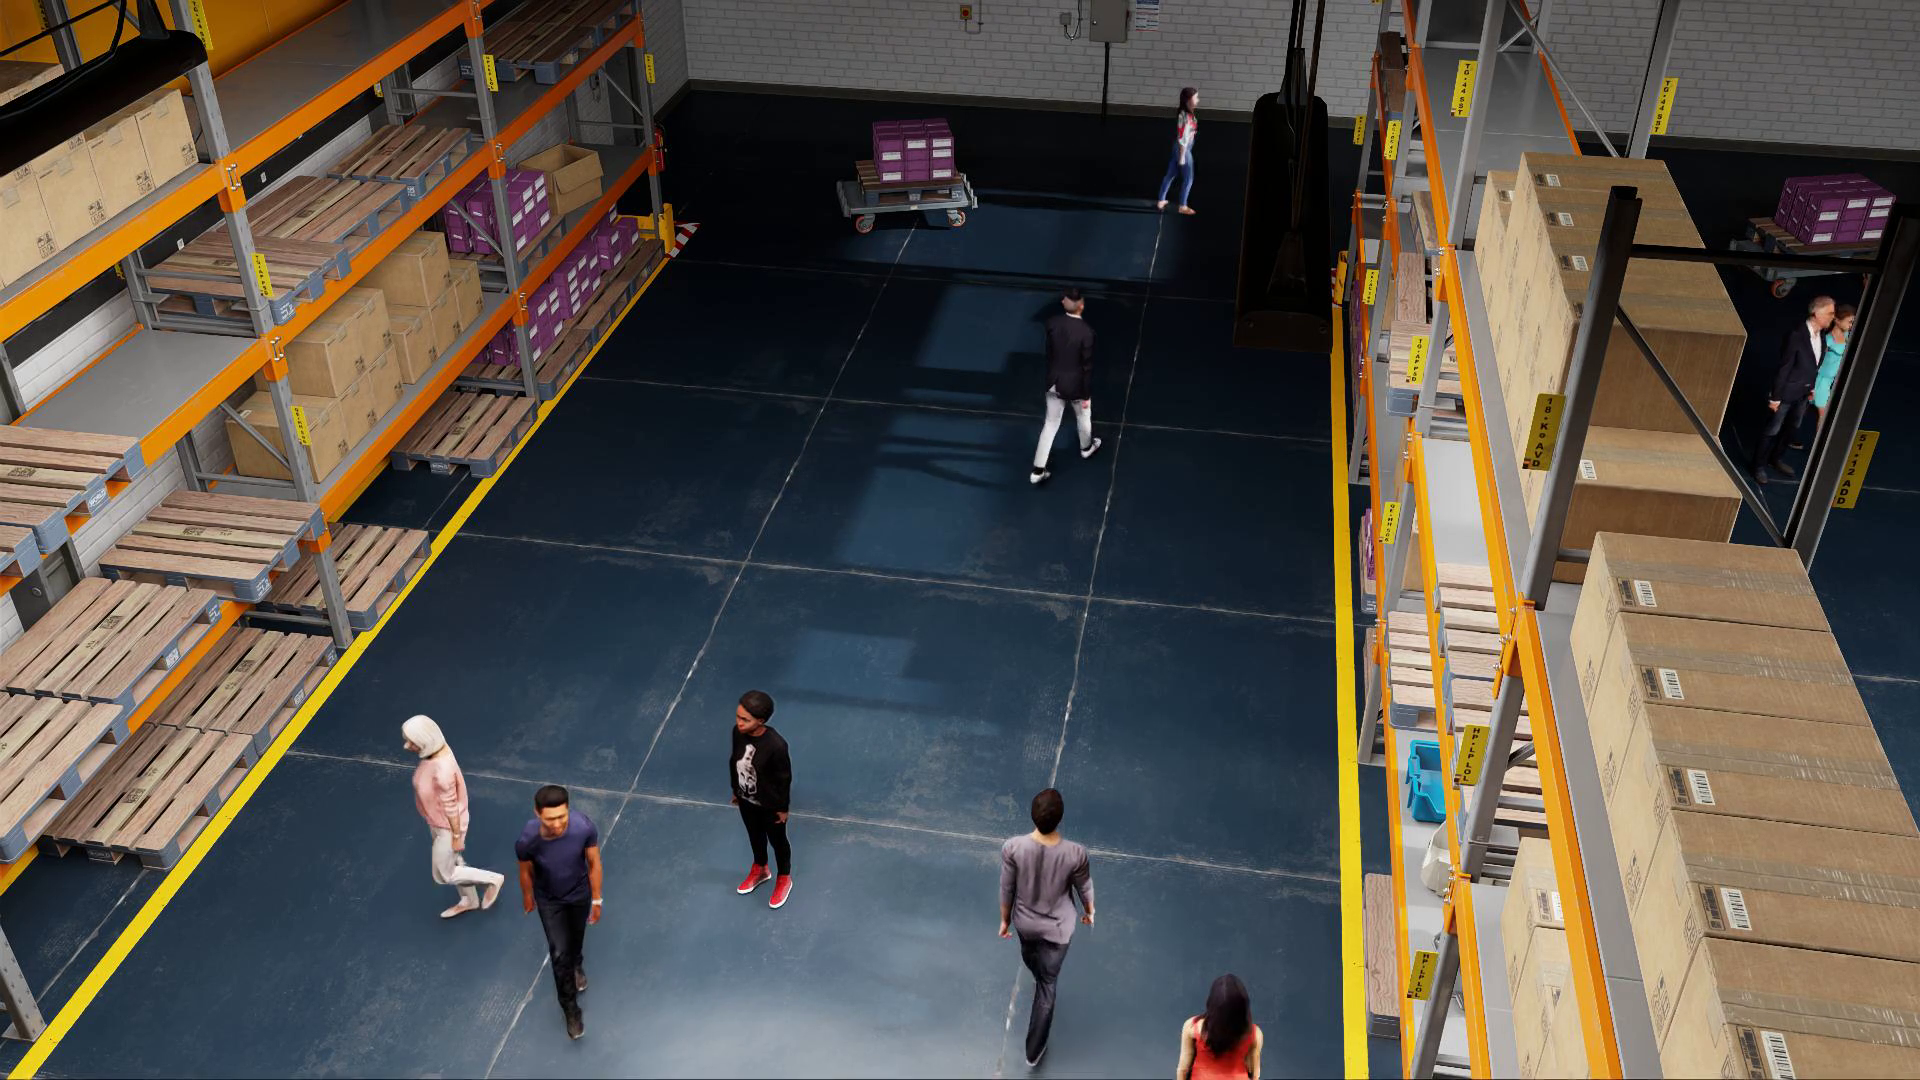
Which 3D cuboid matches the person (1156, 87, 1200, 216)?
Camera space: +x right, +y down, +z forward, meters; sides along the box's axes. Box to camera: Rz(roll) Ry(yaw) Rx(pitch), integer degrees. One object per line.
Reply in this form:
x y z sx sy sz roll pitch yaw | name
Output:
2.703 -4.808 20.538 0.748 1.590 0.696 -3 34 -4 | person

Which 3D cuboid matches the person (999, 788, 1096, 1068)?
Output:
0.475 2.275 9.689 0.732 1.803 1.169 7 34 11 | person

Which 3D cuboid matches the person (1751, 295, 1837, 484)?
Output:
7.620 -1.399 15.206 0.808 1.813 0.812 -10 35 -14 | person

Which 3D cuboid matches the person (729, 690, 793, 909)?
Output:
-1.279 1.649 10.747 0.668 1.675 0.645 18 38 25 | person

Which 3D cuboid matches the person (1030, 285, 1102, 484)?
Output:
0.915 -1.382 15.106 1.075 1.897 1.382 21 39 28 | person

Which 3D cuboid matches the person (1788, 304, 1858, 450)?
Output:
8.042 -1.534 15.662 0.895 1.534 0.910 -26 42 -34 | person

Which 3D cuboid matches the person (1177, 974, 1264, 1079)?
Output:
1.342 2.970 8.730 0.586 1.707 0.687 4 34 6 | person

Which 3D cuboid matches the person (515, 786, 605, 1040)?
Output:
-2.398 2.066 10.042 0.917 1.761 1.024 -14 36 -20 | person

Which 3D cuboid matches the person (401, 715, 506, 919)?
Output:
-3.174 1.748 10.564 0.838 1.712 0.778 -19 38 -26 | person
